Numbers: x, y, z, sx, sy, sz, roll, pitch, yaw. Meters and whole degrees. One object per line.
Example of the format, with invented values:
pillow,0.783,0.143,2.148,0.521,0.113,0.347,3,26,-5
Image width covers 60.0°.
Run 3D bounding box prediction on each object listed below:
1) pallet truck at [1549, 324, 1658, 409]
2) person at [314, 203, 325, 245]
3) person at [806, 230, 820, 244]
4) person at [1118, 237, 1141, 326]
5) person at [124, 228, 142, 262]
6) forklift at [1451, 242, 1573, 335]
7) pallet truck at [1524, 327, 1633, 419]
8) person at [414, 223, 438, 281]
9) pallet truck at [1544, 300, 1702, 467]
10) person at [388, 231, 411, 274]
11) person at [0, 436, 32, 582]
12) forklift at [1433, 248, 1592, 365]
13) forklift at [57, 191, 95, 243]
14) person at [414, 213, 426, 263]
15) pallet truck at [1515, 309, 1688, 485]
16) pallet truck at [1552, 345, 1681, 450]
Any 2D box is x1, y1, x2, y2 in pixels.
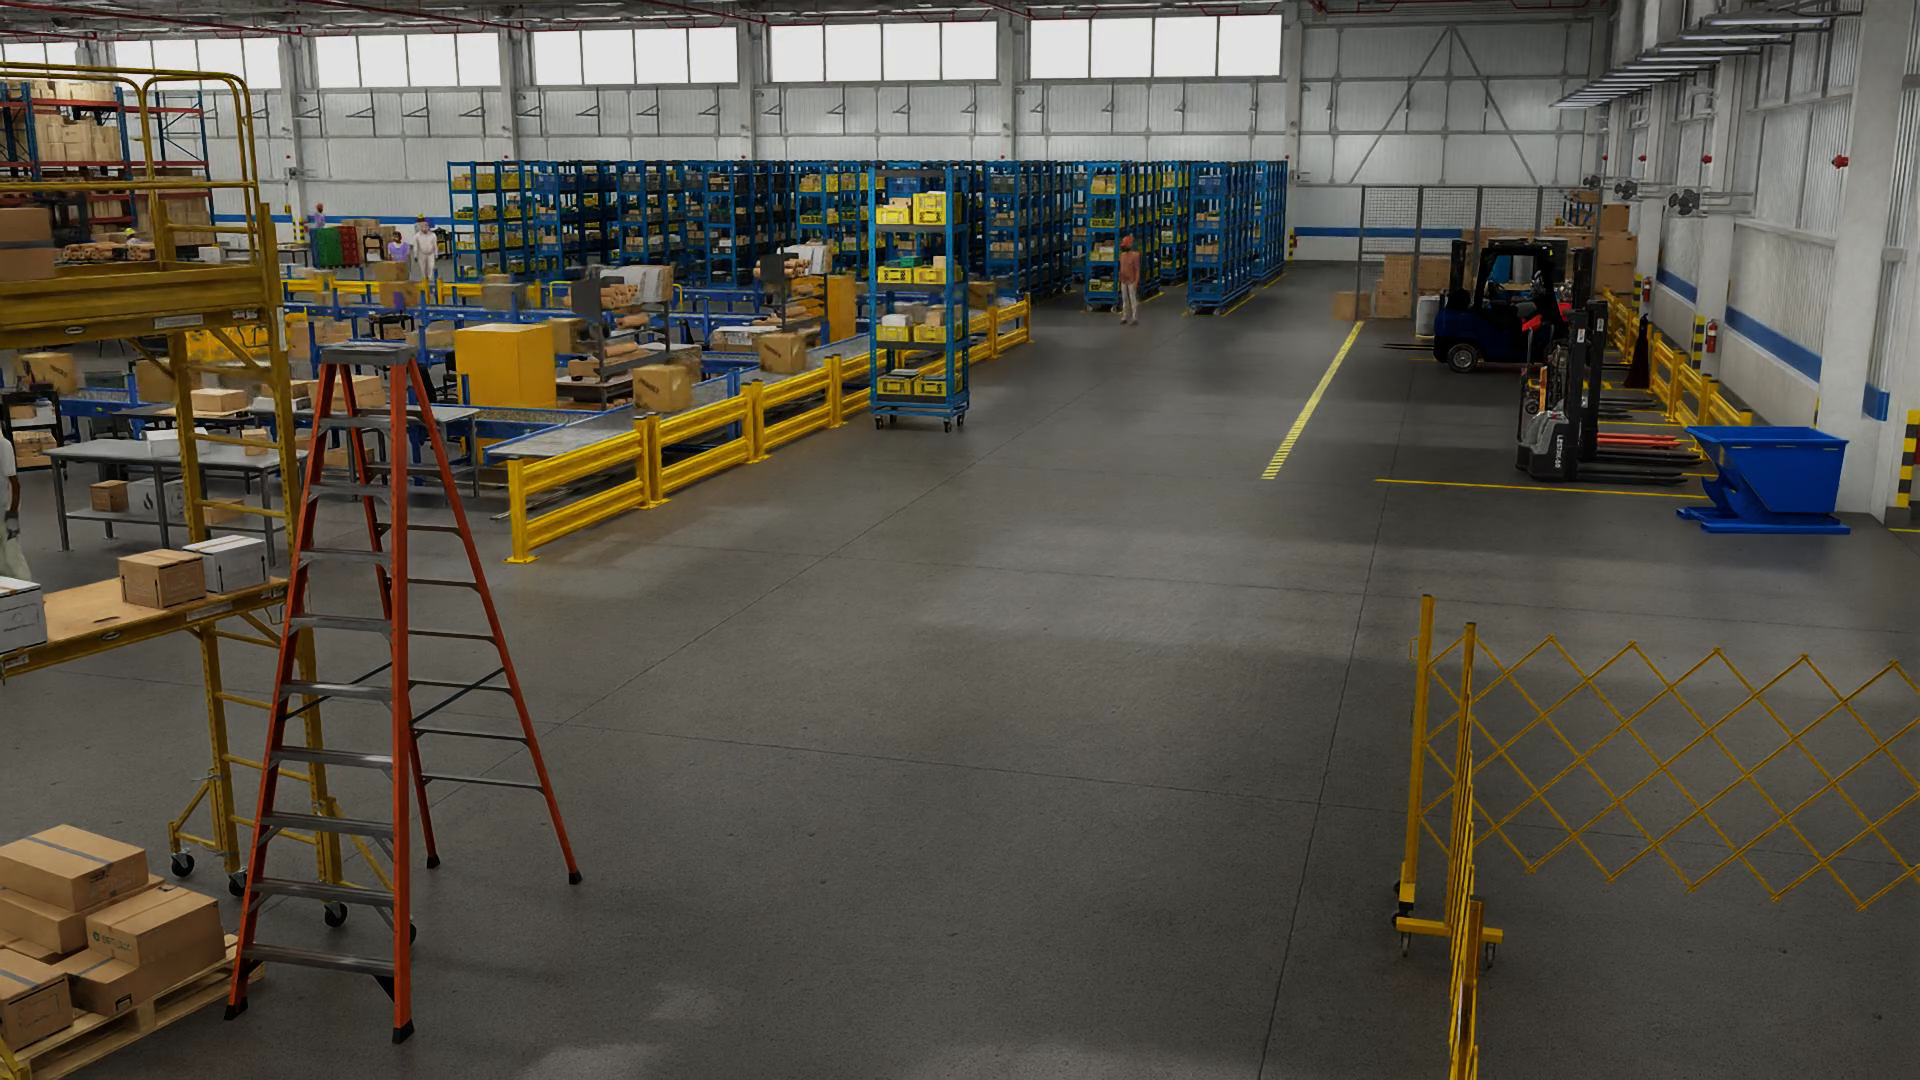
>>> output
pallet truck,9.824,-2.669,25.407,1.601,1.201,0.680,4,14,16
person,-24.865,-12.135,64.774,0.407,1.918,0.555,6,14,23
person,-3.860,-7.367,44.392,0.599,1.832,0.404,-12,18,-42
person,3.778,-5.789,37.275,0.415,1.975,0.660,-10,16,-37
person,-22.689,-7.627,45.590,0.892,1.791,0.604,4,13,15
forklift,10.464,-4.597,31.405,2.680,1.987,1.157,4,14,16
pallet truck,9.065,-2.460,24.370,1.522,1.261,0.704,3,13,14
person,-15.423,-8.232,48.053,0.666,1.873,0.947,-4,14,-18
pallet truck,8.263,-1.952,20.631,1.885,1.965,0.823,5,14,20
person,-14.500,-7.067,43.073,0.567,1.836,0.391,-1,13,-5
person,-7.735,-0.211,13.389,0.514,1.871,0.327,10,16,37
forklift,9.780,-4.111,29.280,2.680,1.987,1.157,3,13,14
forklift,-28.274,-9.939,53.205,1.129,2.768,1.873,4,14,16
person,-19.142,-10.742,59.178,0.485,1.734,0.346,-8,15,-31
pallet truck,7.554,-1.677,19.446,1.885,1.965,0.823,3,13,14
pallet truck,8.641,-1.896,21.908,1.630,1.274,0.653,4,14,16
